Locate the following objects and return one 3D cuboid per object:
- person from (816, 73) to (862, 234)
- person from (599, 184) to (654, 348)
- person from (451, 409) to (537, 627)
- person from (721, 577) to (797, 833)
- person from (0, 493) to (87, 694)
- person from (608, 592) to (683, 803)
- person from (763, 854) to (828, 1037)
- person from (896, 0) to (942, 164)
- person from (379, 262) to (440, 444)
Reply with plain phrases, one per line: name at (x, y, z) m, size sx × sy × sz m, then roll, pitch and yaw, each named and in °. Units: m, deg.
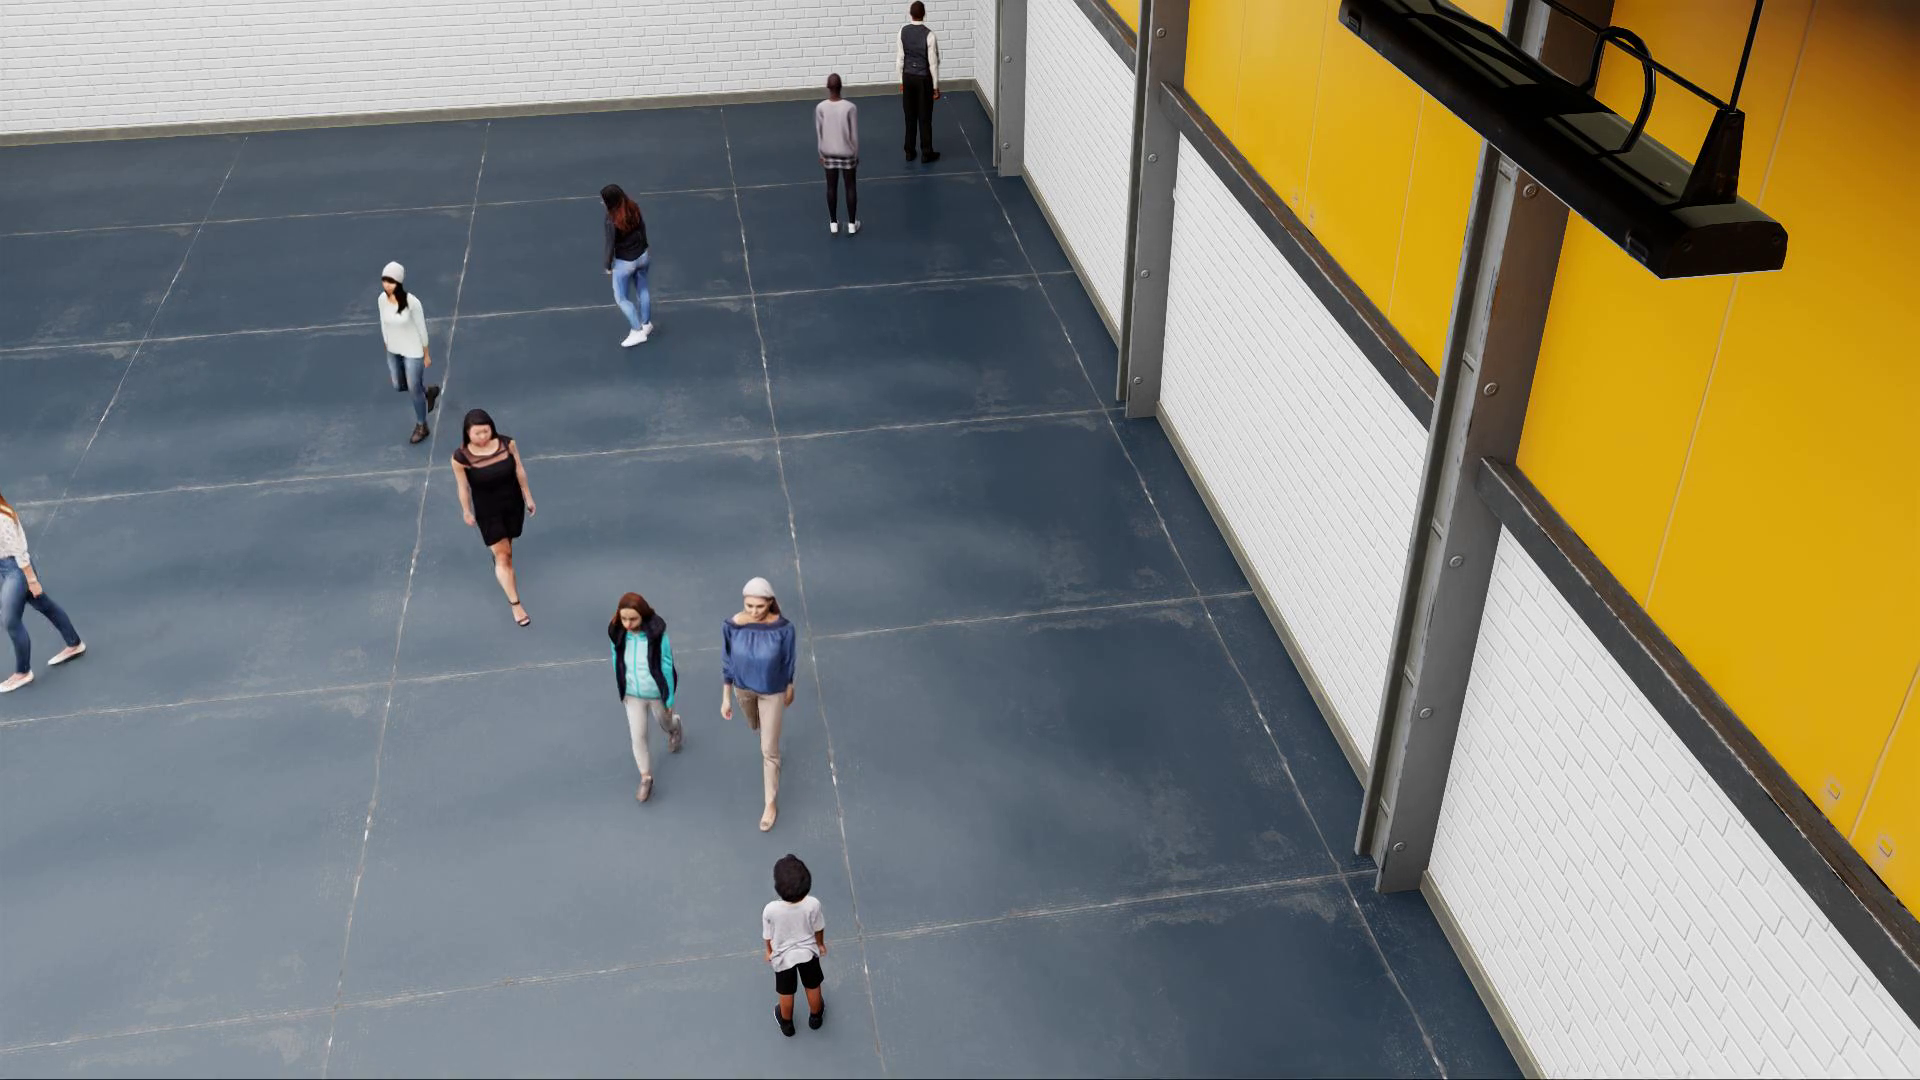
person at (-1.336, -4.223, 18.183) m, size 0.675 × 1.771 × 0.640 m, roll 5°, pitch 34°, yaw 8°
person at (-3.158, -2.705, 16.044) m, size 0.812 × 1.612 × 0.875 m, roll -26°, pitch 41°, yaw -33°
person at (-3.438, -0.246, 12.288) m, size 0.952 × 1.674 × 1.151 m, roll -23°, pitch 40°, yaw -30°
person at (-1.260, 0.912, 10.558) m, size 0.862 × 1.661 × 1.189 m, roll 5°, pitch 34°, yaw 7°
person at (-6.503, 0.182, 11.615) m, size 0.947 × 1.705 × 0.944 m, roll -29°, pitch 43°, yaw -36°
person at (-1.985, 0.920, 10.711) m, size 0.707 × 1.478 × 0.988 m, roll 2°, pitch 34°, yaw 3°
person at (-0.893, 2.193, 8.989) m, size 0.499 × 1.265 × 0.518 m, roll -8°, pitch 34°, yaw -11°
person at (-0.506, -5.507, 19.984) m, size 0.782 × 1.917 × 0.780 m, roll 13°, pitch 36°, yaw 18°
person at (-4.773, -1.678, 14.478) m, size 0.777 × 1.635 × 0.908 m, roll 9°, pitch 35°, yaw 14°
